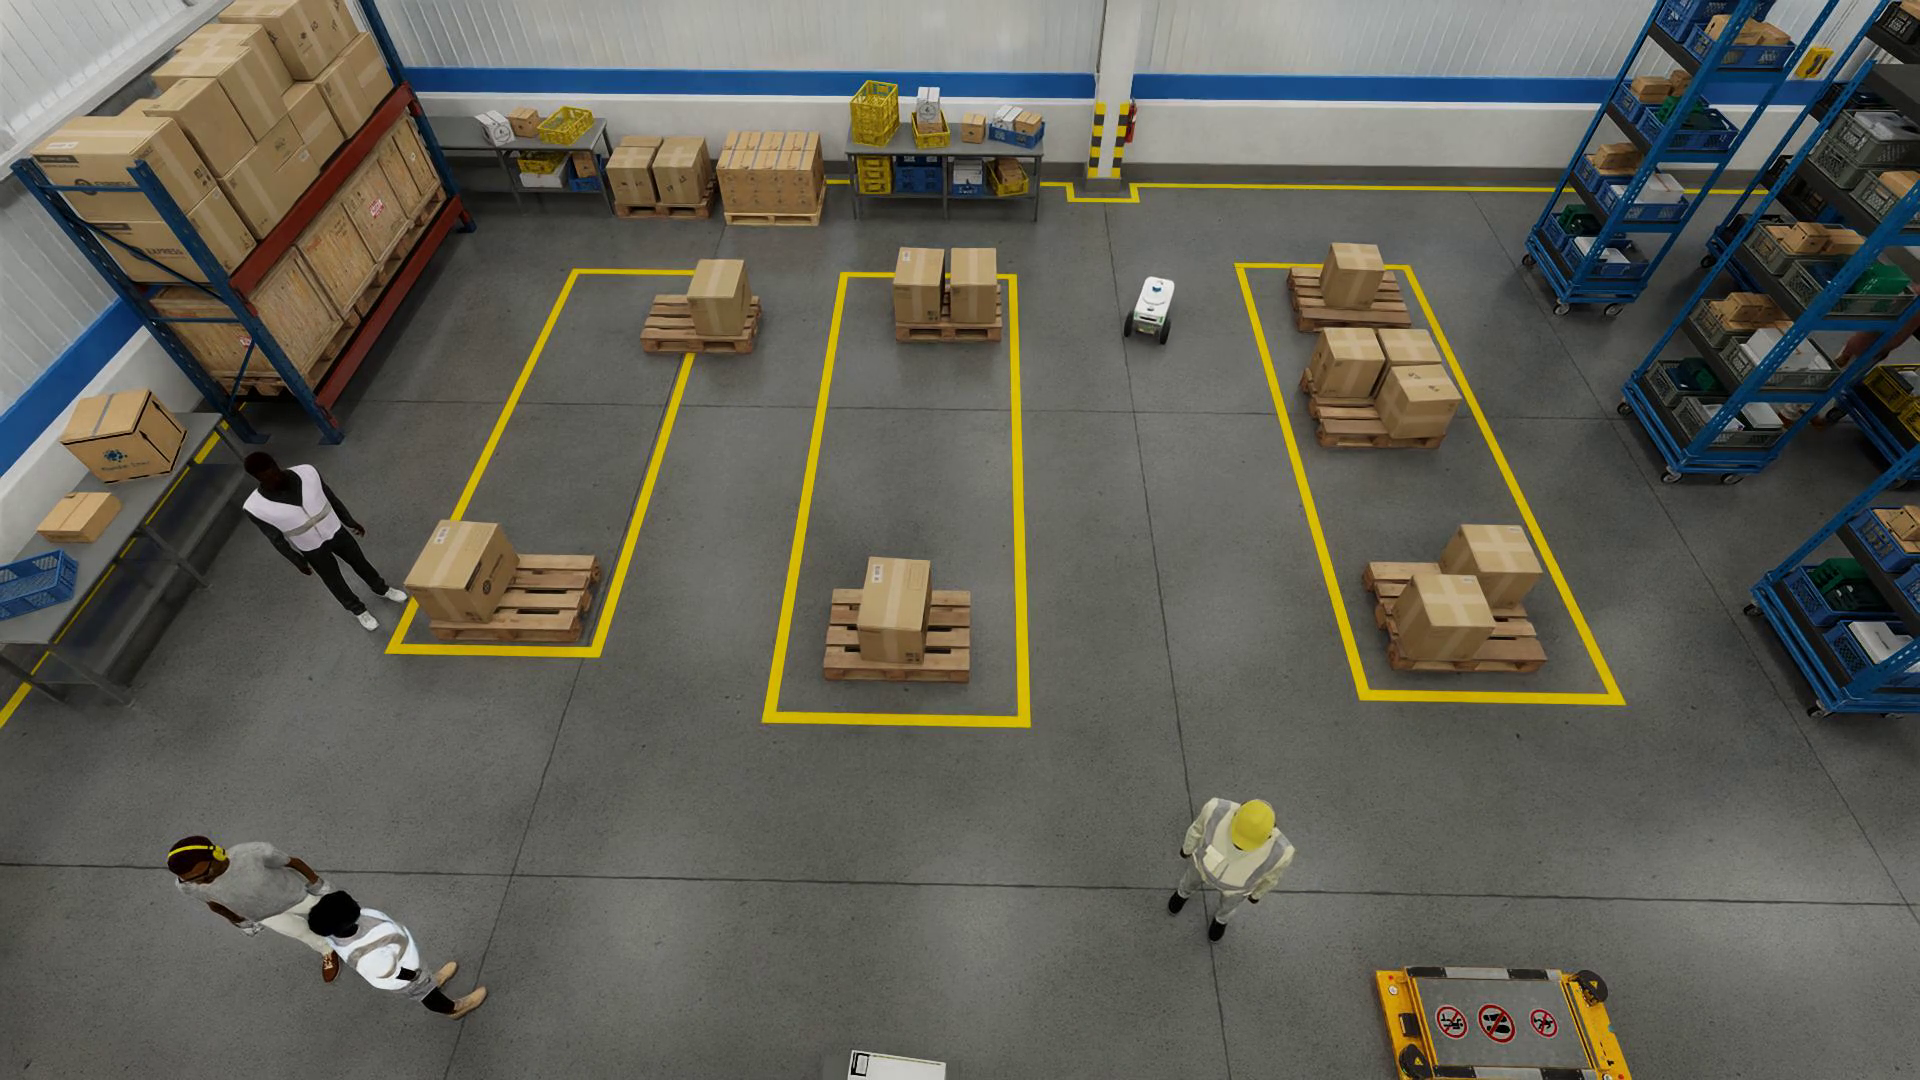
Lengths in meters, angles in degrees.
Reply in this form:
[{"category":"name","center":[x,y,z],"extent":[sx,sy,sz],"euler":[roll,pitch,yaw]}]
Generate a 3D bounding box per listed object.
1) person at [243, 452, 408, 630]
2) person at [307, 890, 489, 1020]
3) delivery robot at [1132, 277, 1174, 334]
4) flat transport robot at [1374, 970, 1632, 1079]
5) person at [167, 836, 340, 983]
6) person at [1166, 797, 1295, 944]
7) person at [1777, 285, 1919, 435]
[{"category":"person","center":[-5.174,-0.016,7.426],"extent":[0.388,1.919,0.591],"euler":[21,54,16]},{"category":"person","center":[-3.403,2.510,5.510],"extent":[0.531,1.692,0.320],"euler":[28,56,21]},{"category":"delivery robot","center":[2.206,-2.698,10.428],"extent":[0.477,0.478,0.707],"euler":[15,52,12]},{"category":"flat transport robot","center":[3.501,3.133,5.914],"extent":[1.431,0.197,0.652],"euler":[1,51,1]},{"category":"person","center":[-4.166,2.238,5.621],"extent":[0.536,1.867,0.314],"euler":[-24,55,-18]},{"category":"person","center":[1.670,2.068,5.788],"extent":[0.590,1.823,0.403],"euler":[31,57,23]},{"category":"person","center":[8.814,-1.847,8.870],"extent":[0.621,1.992,0.397],"euler":[-13,52,-10]}]
